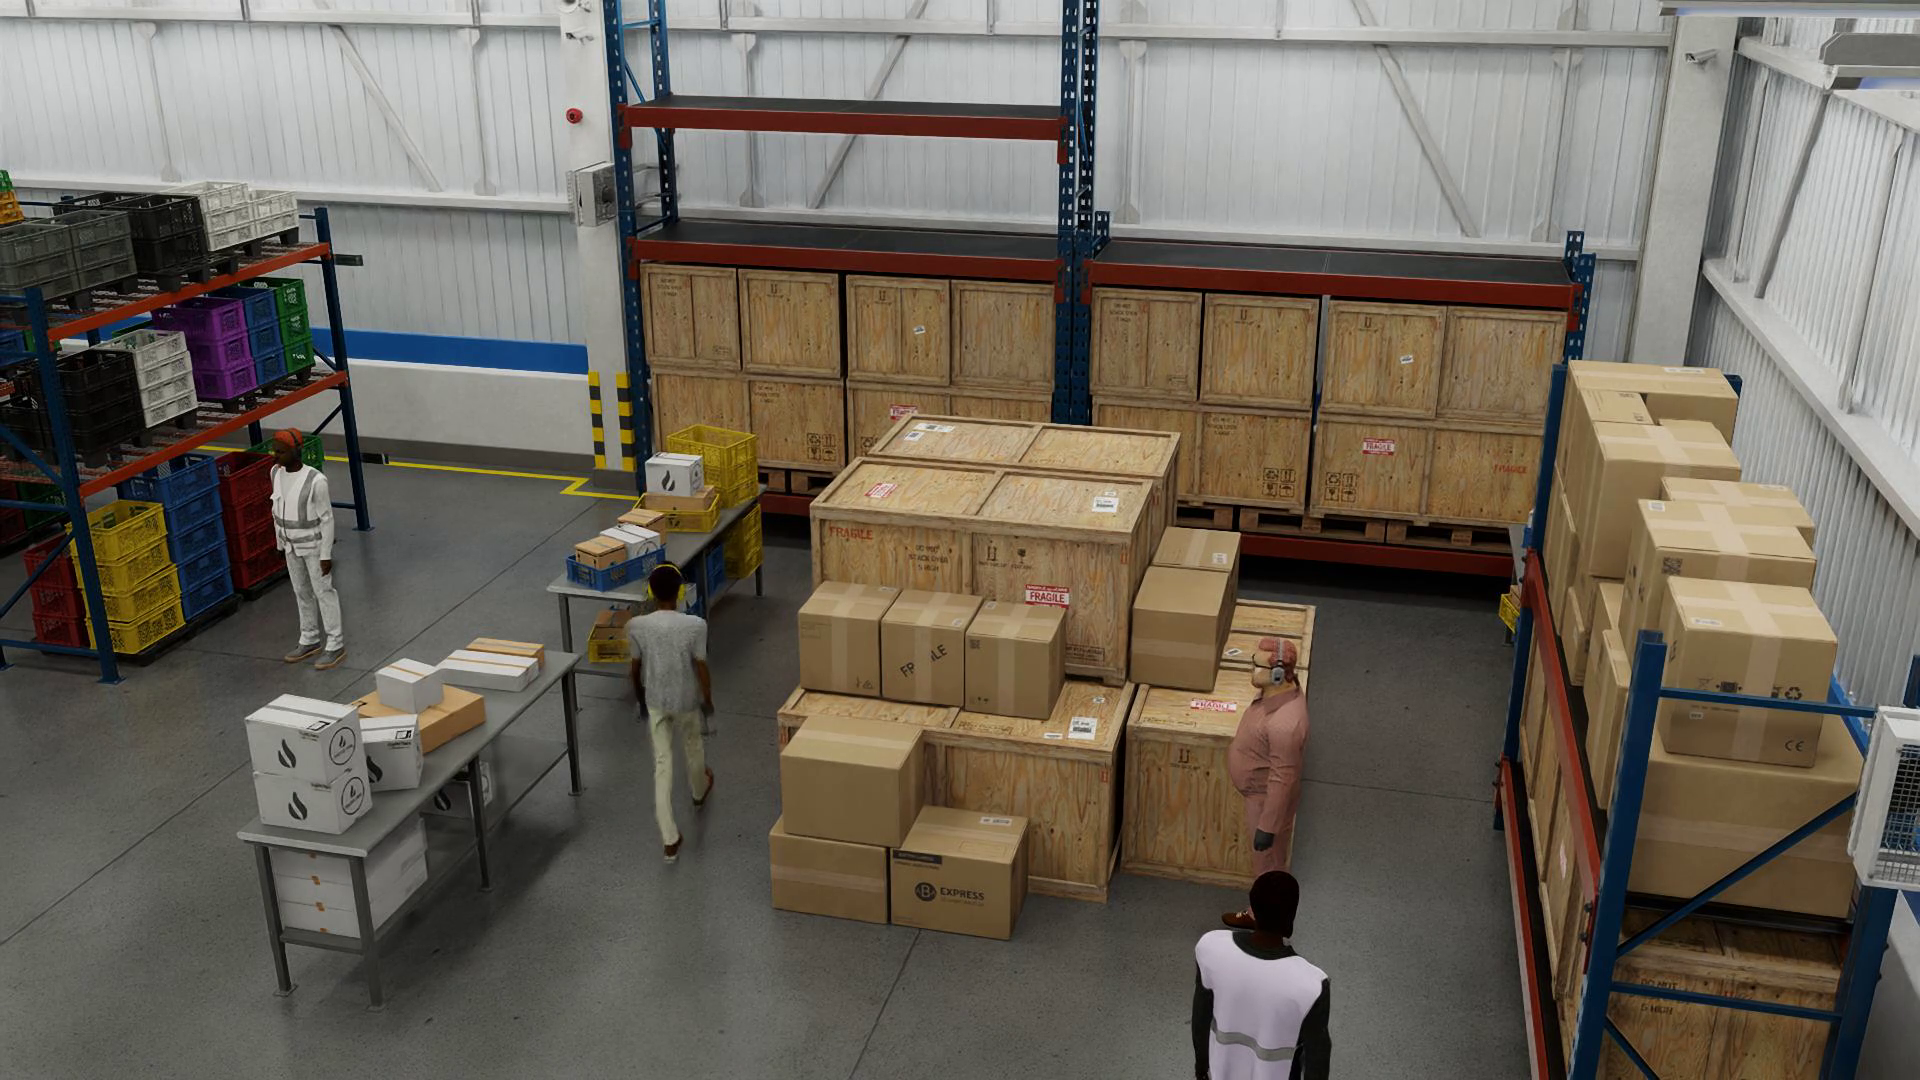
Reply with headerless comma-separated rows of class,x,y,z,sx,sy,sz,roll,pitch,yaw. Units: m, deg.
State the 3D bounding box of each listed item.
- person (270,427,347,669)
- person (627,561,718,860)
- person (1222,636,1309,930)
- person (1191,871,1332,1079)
person,-4.974,0.059,12.612,0.574,1.882,0.356,11,23,26
person,-1.749,0.981,10.280,0.529,1.823,0.936,-1,21,-1
person,1.654,1.404,9.056,0.408,1.913,0.638,2,21,6
person,1.234,2.227,6.891,0.597,1.918,0.383,14,25,32
